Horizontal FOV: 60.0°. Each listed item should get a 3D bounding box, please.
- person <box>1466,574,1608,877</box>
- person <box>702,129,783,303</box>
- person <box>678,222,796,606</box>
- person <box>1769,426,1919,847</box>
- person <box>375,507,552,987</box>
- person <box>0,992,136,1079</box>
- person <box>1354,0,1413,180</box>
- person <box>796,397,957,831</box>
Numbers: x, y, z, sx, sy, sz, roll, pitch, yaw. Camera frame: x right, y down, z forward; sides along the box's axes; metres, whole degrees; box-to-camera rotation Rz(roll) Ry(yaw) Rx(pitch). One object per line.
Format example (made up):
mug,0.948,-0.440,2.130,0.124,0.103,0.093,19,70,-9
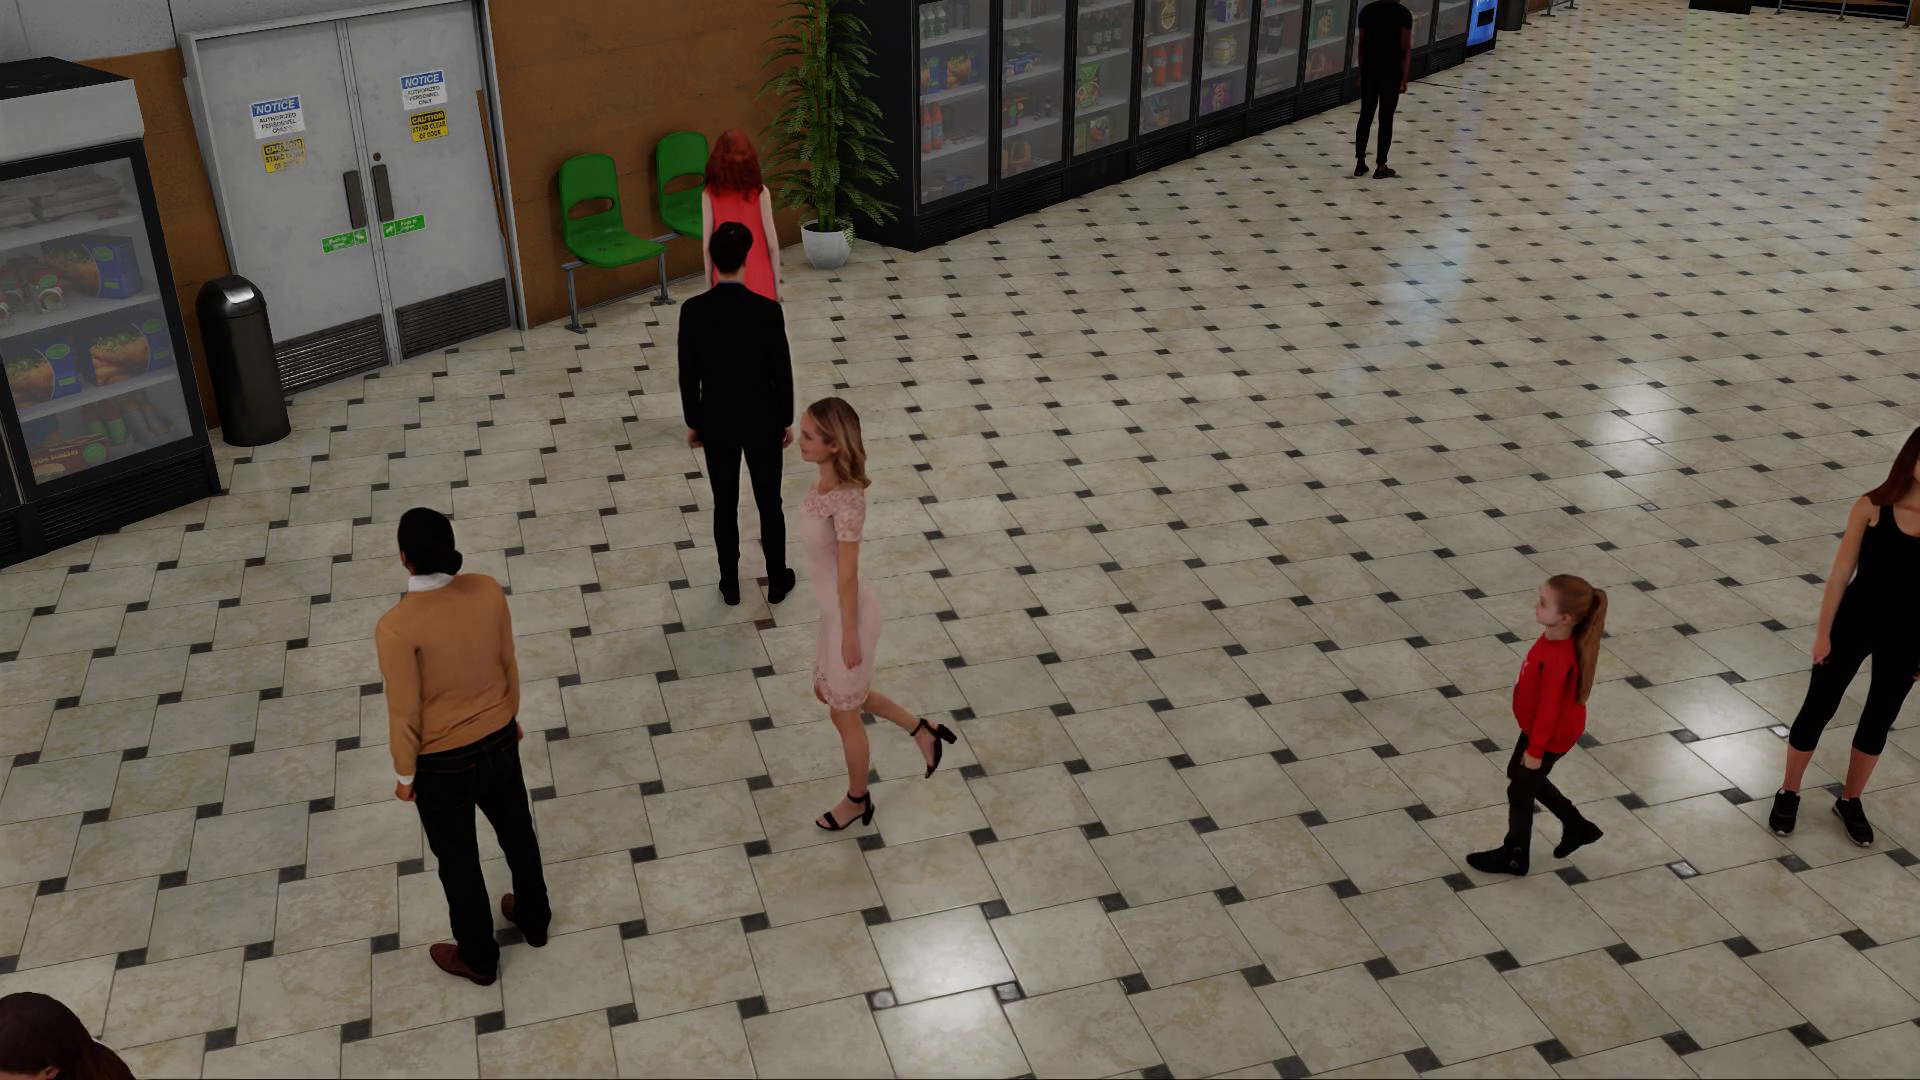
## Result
person,2.197,0.702,6.073,0.747,1.271,0.611,10,28,19
person,-1.280,-1.505,9.810,0.642,1.827,0.733,1,27,3
person,-1.044,-0.573,7.901,0.768,1.892,0.847,0,27,0
person,3.449,0.351,6.262,0.581,1.726,0.704,8,28,15
person,-1.664,0.694,5.557,0.570,1.753,0.666,19,32,32
person,-1.818,1.633,3.806,0.949,1.661,0.893,-6,27,-11
person,3.850,-4.242,15.216,0.494,1.819,0.726,19,33,33
person,-0.335,0.303,6.251,0.891,1.821,0.864,-7,28,-13
